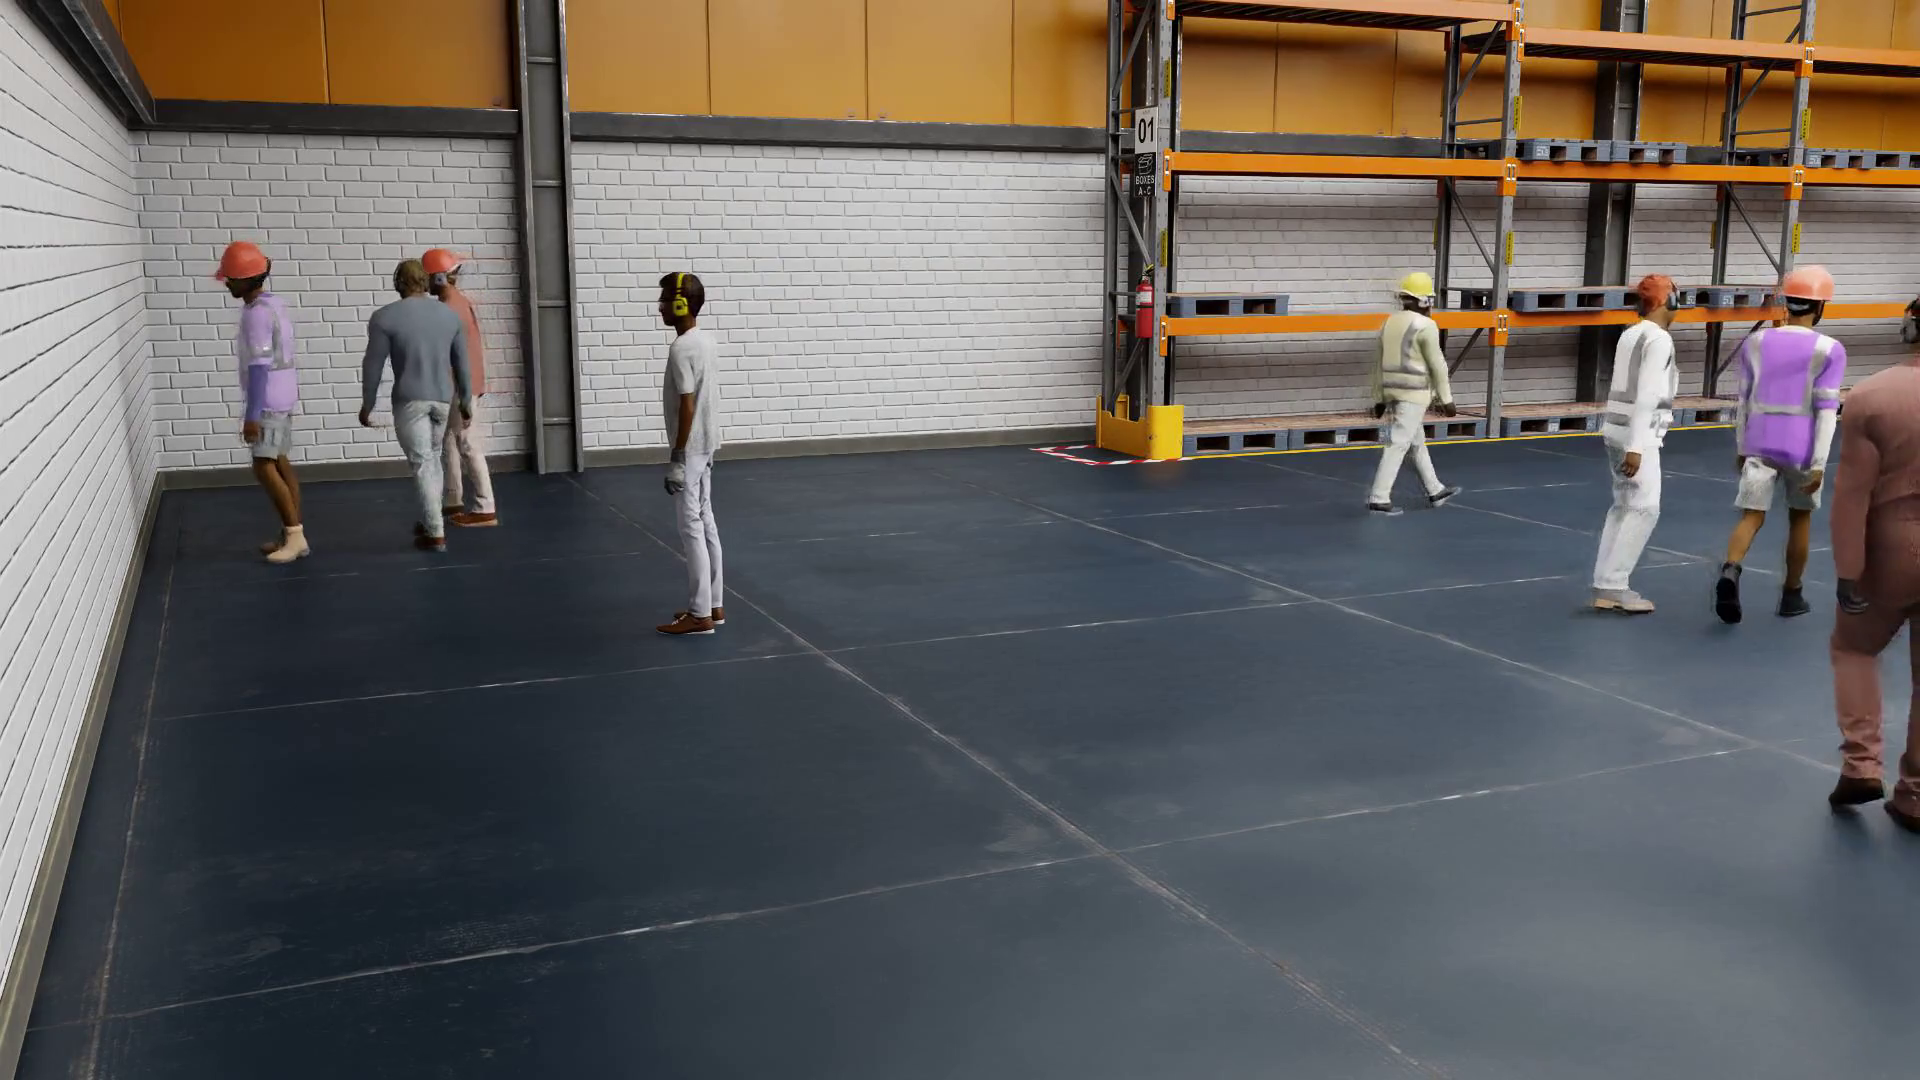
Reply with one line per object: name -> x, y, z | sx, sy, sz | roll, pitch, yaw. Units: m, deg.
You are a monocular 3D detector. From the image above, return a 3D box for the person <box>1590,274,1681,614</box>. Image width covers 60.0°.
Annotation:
person -> 3.721, -0.536, 9.178 | 0.440, 1.848, 0.619 | 1, 10, 3

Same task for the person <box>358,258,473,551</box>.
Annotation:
person -> -3.617, -0.899, 11.030 | 0.795, 1.901, 0.665 | 10, 14, 44

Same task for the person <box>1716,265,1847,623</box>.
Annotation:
person -> 4.326, -0.490, 8.778 | 0.543, 1.905, 0.842 | 10, 14, 43

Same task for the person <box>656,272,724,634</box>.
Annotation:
person -> -1.408, -0.442, 8.606 | 0.317, 1.867, 0.531 | 2, 10, 9

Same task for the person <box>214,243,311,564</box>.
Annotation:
person -> -4.412, -0.851, 10.540 | 0.401, 2.008, 0.679 | -3, 11, -15

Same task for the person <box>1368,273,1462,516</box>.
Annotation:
person -> 3.419, -1.073, 12.346 | 0.927, 1.784, 0.596 | -3, 11, -16

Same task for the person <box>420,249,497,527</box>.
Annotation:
person -> -3.638, -1.059, 11.754 | 0.710, 1.964, 0.644 | -2, 10, -9

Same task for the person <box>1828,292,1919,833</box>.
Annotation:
person -> 3.312, 0.064, 5.727 | 0.648, 1.891, 0.446 | 3, 11, 15
